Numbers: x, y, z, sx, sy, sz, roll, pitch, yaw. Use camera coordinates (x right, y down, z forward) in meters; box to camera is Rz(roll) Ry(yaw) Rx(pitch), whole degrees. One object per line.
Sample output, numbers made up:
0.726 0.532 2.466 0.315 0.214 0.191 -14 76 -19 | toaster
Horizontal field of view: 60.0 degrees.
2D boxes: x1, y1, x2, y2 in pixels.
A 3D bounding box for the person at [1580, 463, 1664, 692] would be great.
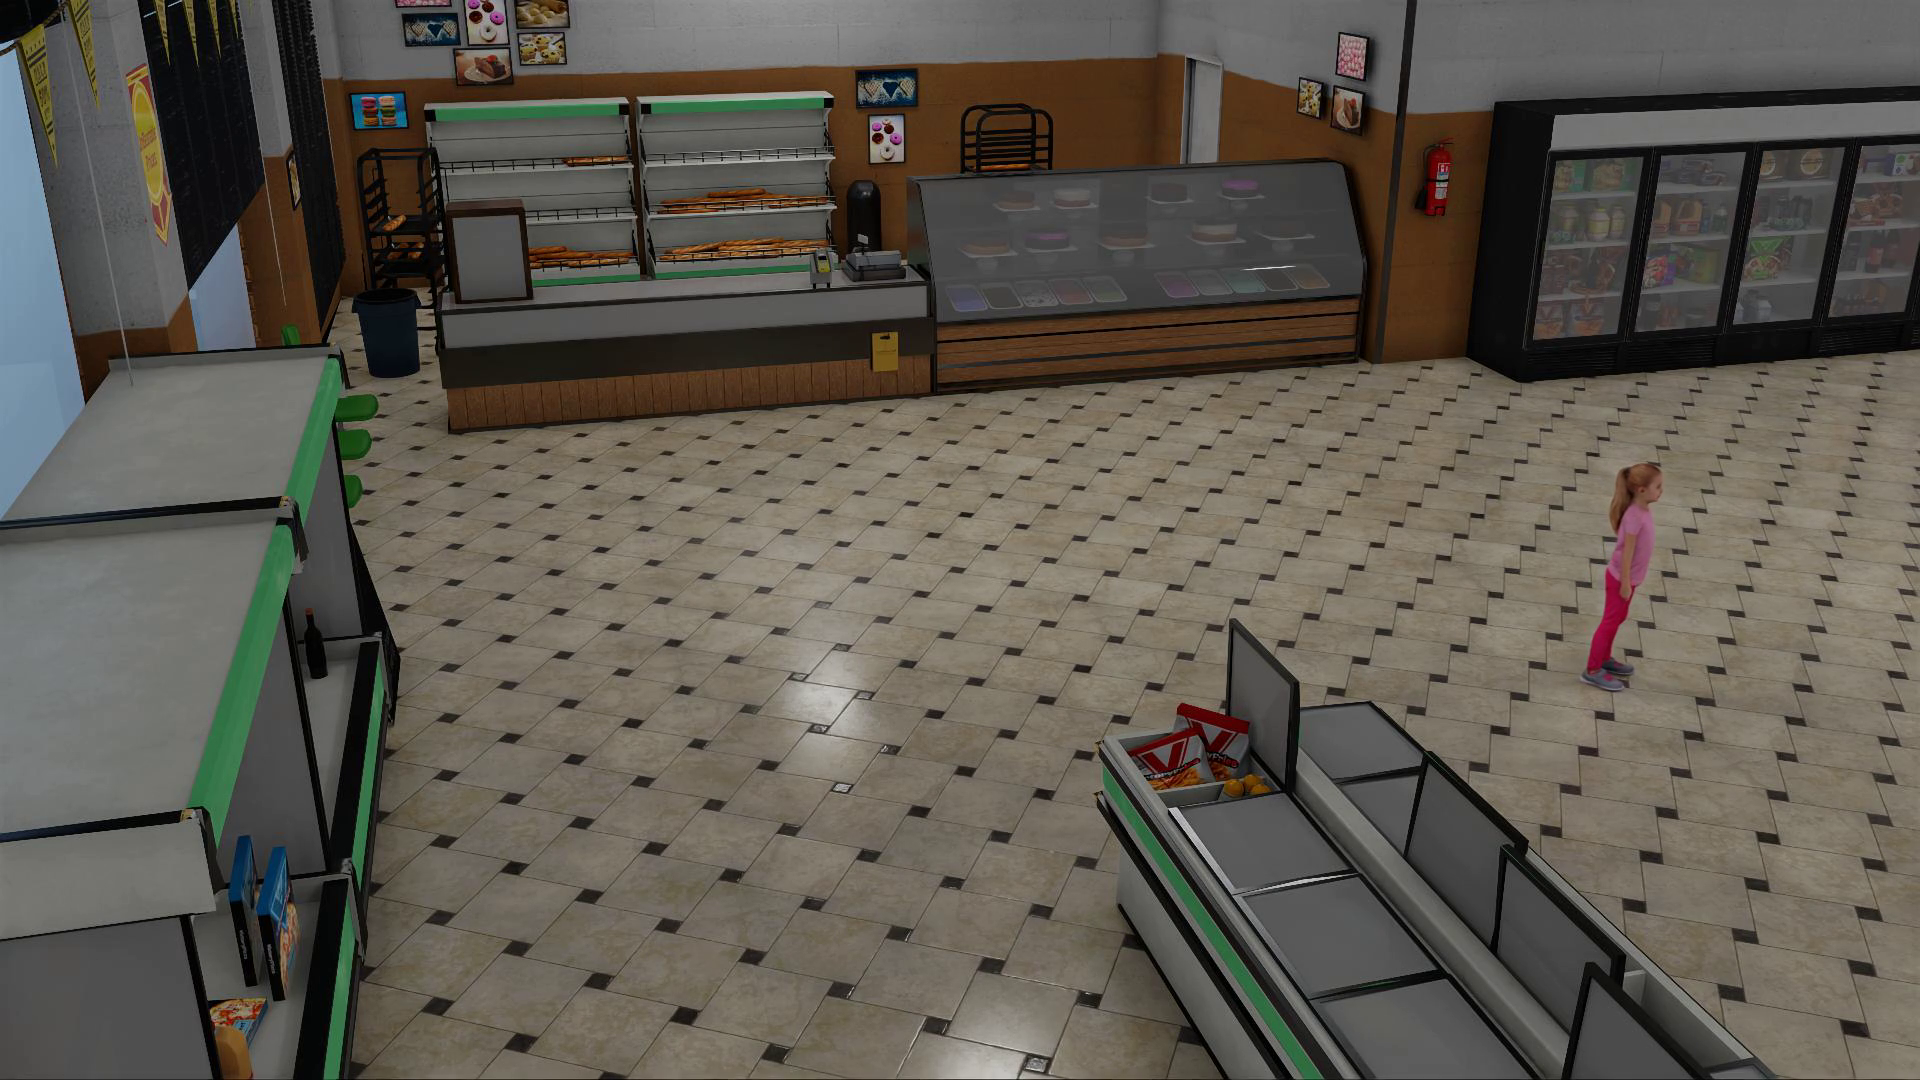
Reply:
3.593 0.183 9.012 0.612 1.267 0.559 14 26 30 | person
